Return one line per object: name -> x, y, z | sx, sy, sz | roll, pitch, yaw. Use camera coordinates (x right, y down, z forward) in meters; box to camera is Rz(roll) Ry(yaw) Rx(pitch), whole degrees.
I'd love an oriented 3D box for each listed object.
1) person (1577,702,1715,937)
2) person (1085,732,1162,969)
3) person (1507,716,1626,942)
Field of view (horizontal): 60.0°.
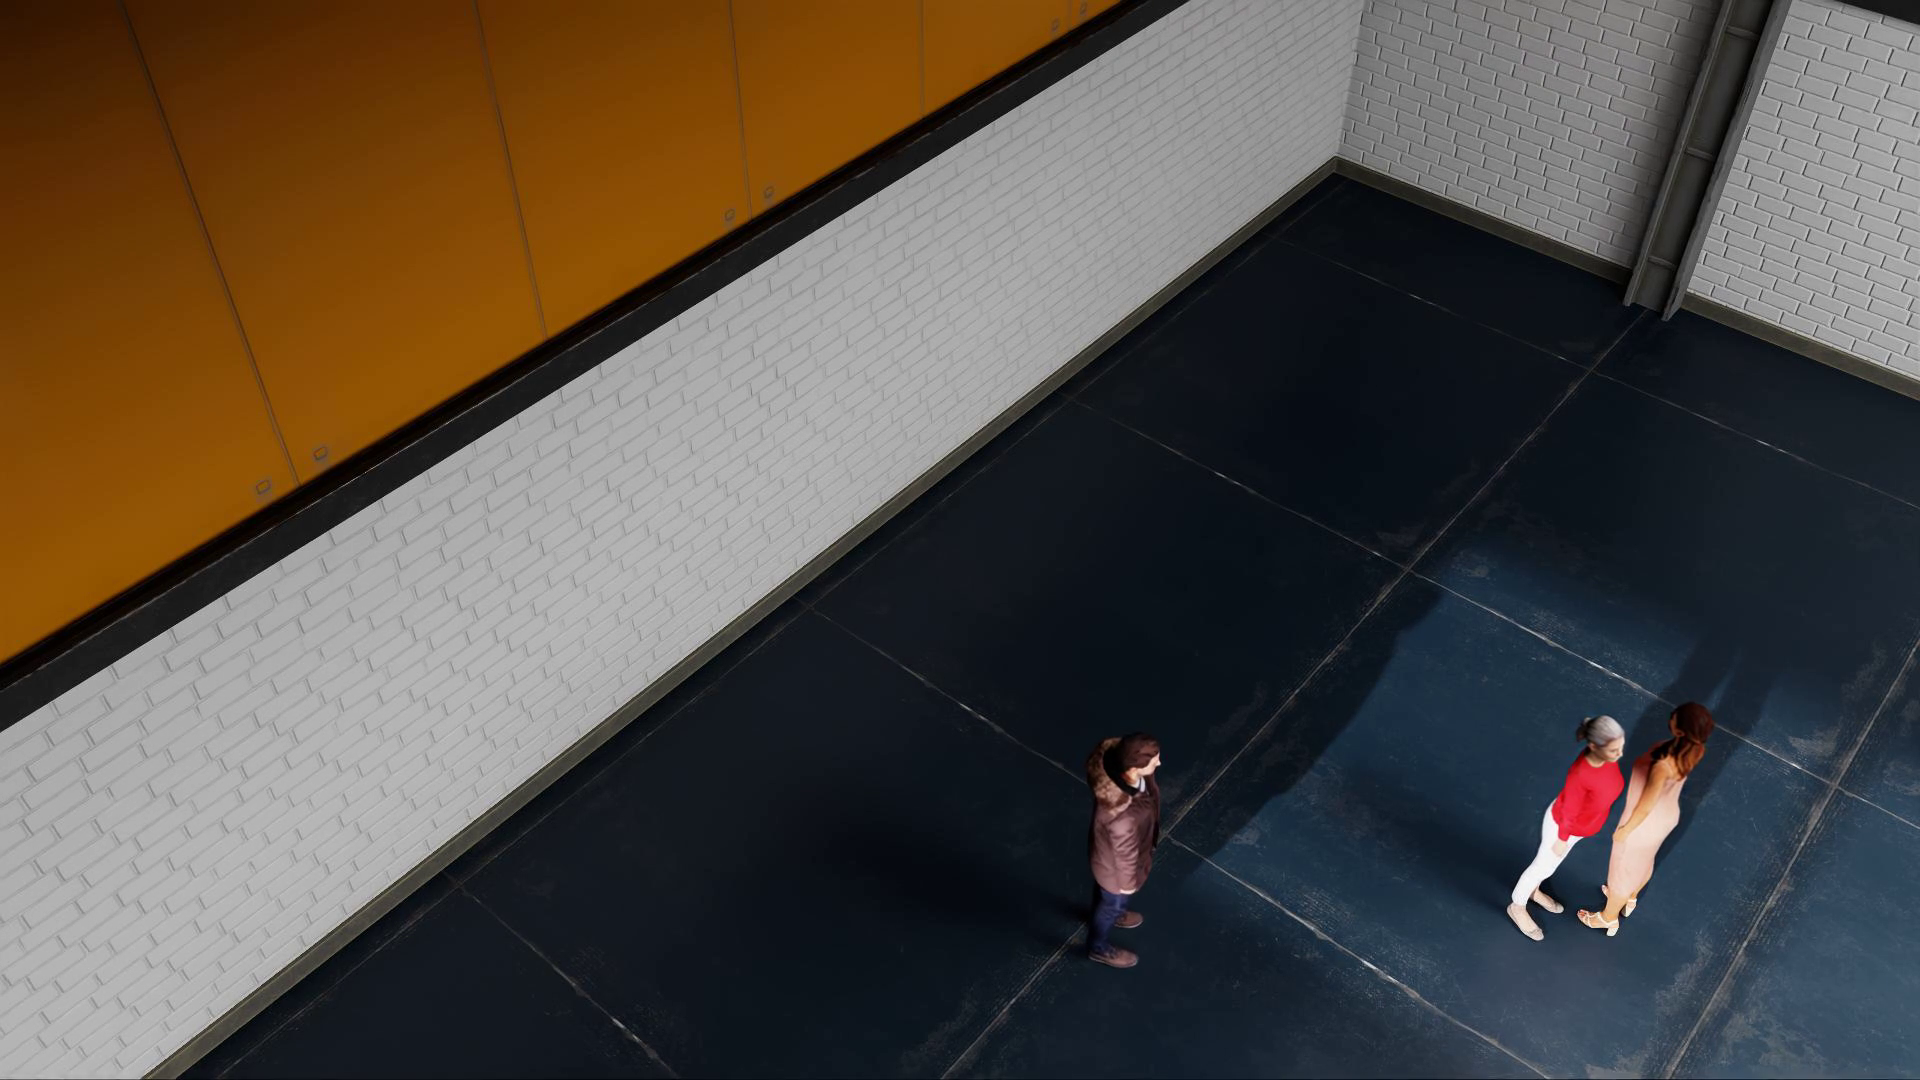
person -> 3.764, 1.527, 9.086 | 0.622, 1.831, 0.575 | -30, 51, -28
person -> 0.850, 1.648, 8.951 | 0.883, 1.842, 0.862 | 3, 44, 4
person -> 3.355, 1.554, 9.158 | 0.535, 1.693, 0.555 | 33, 53, 30
